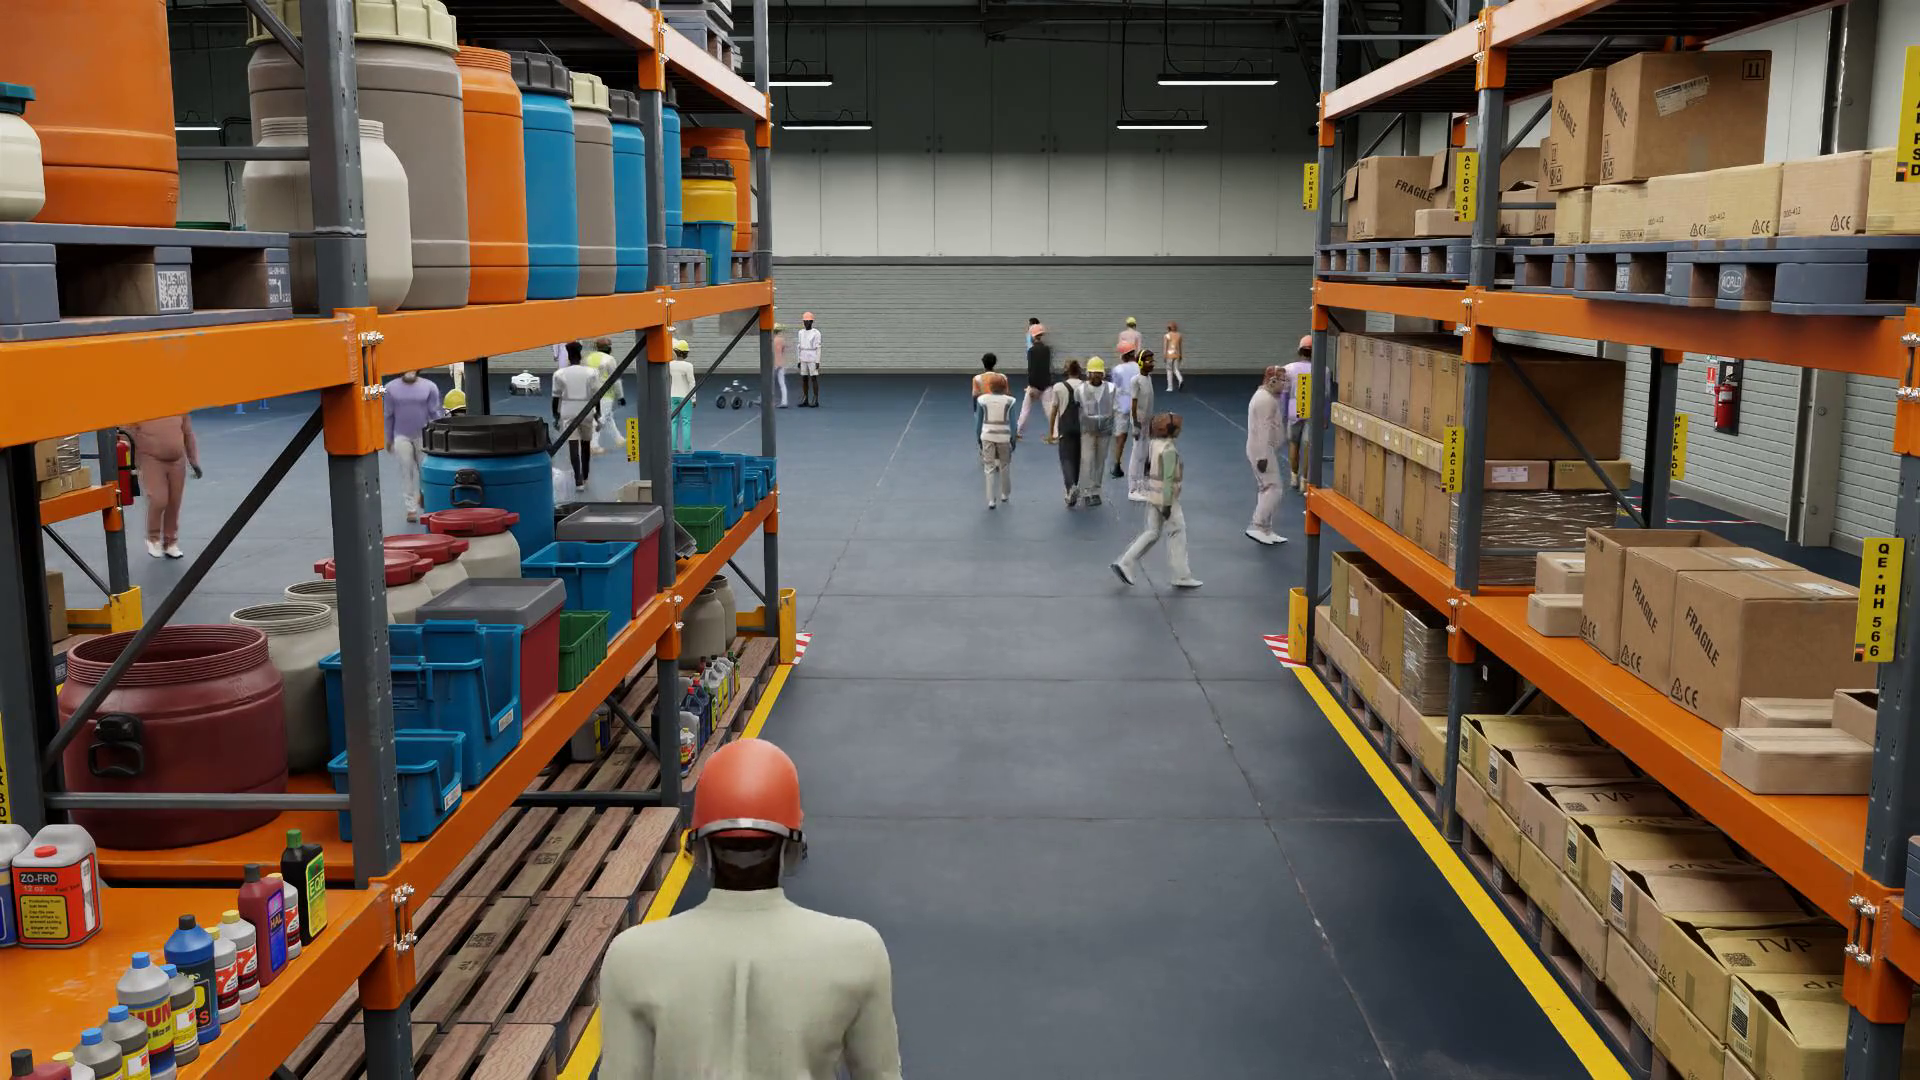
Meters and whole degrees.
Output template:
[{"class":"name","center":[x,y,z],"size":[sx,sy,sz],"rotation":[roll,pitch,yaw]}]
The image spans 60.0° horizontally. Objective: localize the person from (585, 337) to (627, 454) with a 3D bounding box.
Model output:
[{"class":"person","center":[-5.468,-2.258,25.906],"size":[0.643,1.787,0.974],"rotation":[9,13,42]}]

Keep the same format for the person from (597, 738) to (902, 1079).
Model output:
[{"class":"person","center":[-0.442,1.373,3.654],"size":[0.662,1.951,0.944],"rotation":[-1,10,-5]}]

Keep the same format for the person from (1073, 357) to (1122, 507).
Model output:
[{"class":"person","center":[1.675,-1.298,20.140],"size":[0.599,1.799,0.815],"rotation":[-2,10,-10]}]

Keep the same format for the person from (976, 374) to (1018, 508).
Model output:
[{"class":"person","center":[0.450,-1.219,20.260],"size":[0.523,1.611,0.723],"rotation":[1,10,6]}]

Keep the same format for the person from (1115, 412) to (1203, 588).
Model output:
[{"class":"person","center":[1.814,-0.366,15.124],"size":[0.745,1.613,0.521],"rotation":[-2,10,-11]}]

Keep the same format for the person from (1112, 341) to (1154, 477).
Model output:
[{"class":"person","center":[2.395,-1.815,23.004],"size":[0.604,1.881,0.560],"rotation":[1,10,7]}]

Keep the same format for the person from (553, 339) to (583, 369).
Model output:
[{"class":"person","center":[-8.612,-4.082,36.519],"size":[0.639,1.902,0.407],"rotation":[-4,10,-24]}]

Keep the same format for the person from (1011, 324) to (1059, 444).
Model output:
[{"class":"person","center":[1.227,-2.561,27.284],"size":[1.027,1.936,0.659],"rotation":[8,12,39]}]

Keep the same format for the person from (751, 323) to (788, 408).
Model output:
[{"class":"person","center":[-3.841,-3.549,33.846],"size":[0.878,1.714,0.533],"rotation":[6,11,32]}]

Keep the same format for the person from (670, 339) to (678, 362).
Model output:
[{"class":"person","center":[-5.277,-2.958,29.850],"size":[0.653,1.885,1.040],"rotation":[0,9,-2]}]

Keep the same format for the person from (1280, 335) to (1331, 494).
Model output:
[{"class":"person","center":[4.468,-1.625,21.471],"size":[0.633,2.004,0.893],"rotation":[3,10,17]}]

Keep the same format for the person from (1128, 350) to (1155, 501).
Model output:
[{"class":"person","center":[2.294,-1.438,20.766],"size":[0.328,1.873,0.521],"rotation":[5,11,29]}]

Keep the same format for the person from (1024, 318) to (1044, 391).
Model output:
[{"class":"person","center":[1.699,-4.221,37.951],"size":[0.322,1.697,0.533],"rotation":[-7,12,-35]}]

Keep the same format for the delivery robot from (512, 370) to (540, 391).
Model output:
[{"class":"delivery robot","center":[-9.710,-3.547,37.181],"size":[0.707,0.478,0.477],"rotation":[9,13,43]}]

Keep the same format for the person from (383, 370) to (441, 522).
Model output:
[{"class":"person","center":[-6.328,-1.203,19.237],"size":[0.628,1.916,0.684],"rotation":[-3,10,-16]}]

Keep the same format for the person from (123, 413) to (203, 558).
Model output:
[{"class":"person","center":[-7.940,-0.755,16.612],"size":[0.446,1.890,0.648],"rotation":[7,12,36]}]

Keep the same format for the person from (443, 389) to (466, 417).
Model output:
[{"class":"person","center":[-4.431,-0.424,14.804],"size":[0.404,1.835,0.587],"rotation":[8,12,39]}]

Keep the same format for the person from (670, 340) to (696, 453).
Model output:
[{"class":"person","center":[-4.252,-2.171,25.470],"size":[0.534,1.767,0.317],"rotation":[6,11,30]}]

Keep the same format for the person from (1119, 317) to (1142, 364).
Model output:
[{"class":"person","center":[3.836,-4.151,37.475],"size":[0.528,1.724,0.903],"rotation":[2,10,12]}]

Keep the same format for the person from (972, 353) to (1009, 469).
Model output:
[{"class":"person","center":[0.443,-1.863,23.954],"size":[0.537,1.655,0.870],"rotation":[0,9,0]}]

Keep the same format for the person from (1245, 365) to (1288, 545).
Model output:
[{"class":"person","center":[3.208,-0.880,17.396],"size":[0.528,1.887,0.712],"rotation":[1,10,7]}]

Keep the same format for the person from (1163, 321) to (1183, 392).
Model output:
[{"class":"person","center":[4.868,-4.175,37.912],"size":[0.530,1.610,0.466],"rotation":[-4,10,-25]}]

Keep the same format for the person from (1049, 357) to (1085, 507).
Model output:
[{"class":"person","center":[1.375,-1.316,20.252],"size":[0.520,1.808,0.870],"rotation":[-1,10,-5]}]

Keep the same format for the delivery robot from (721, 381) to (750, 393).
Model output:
[{"class":"delivery robot","center":[-4.581,-3.132,33.918],"size":[0.335,0.223,0.698],"rotation":[6,12,34]}]

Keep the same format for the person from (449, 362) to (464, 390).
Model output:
[{"class":"person","center":[-9.776,-3.312,32.703],"size":[0.507,1.631,0.268],"rotation":[-1,10,-5]}]

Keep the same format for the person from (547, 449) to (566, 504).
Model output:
[{"class":"person","center":[-3.203,-0.017,12.824],"size":[0.537,1.686,0.520],"rotation":[6,11,34]}]

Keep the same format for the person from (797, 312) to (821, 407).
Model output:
[{"class":"person","center":[-3.110,-3.700,34.099],"size":[0.551,1.940,0.345],"rotation":[6,11,31]}]

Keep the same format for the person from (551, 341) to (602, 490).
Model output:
[{"class":"person","center":[-5.047,-1.648,21.878],"size":[0.625,1.910,0.995],"rotation":[-3,10,-15]}]
